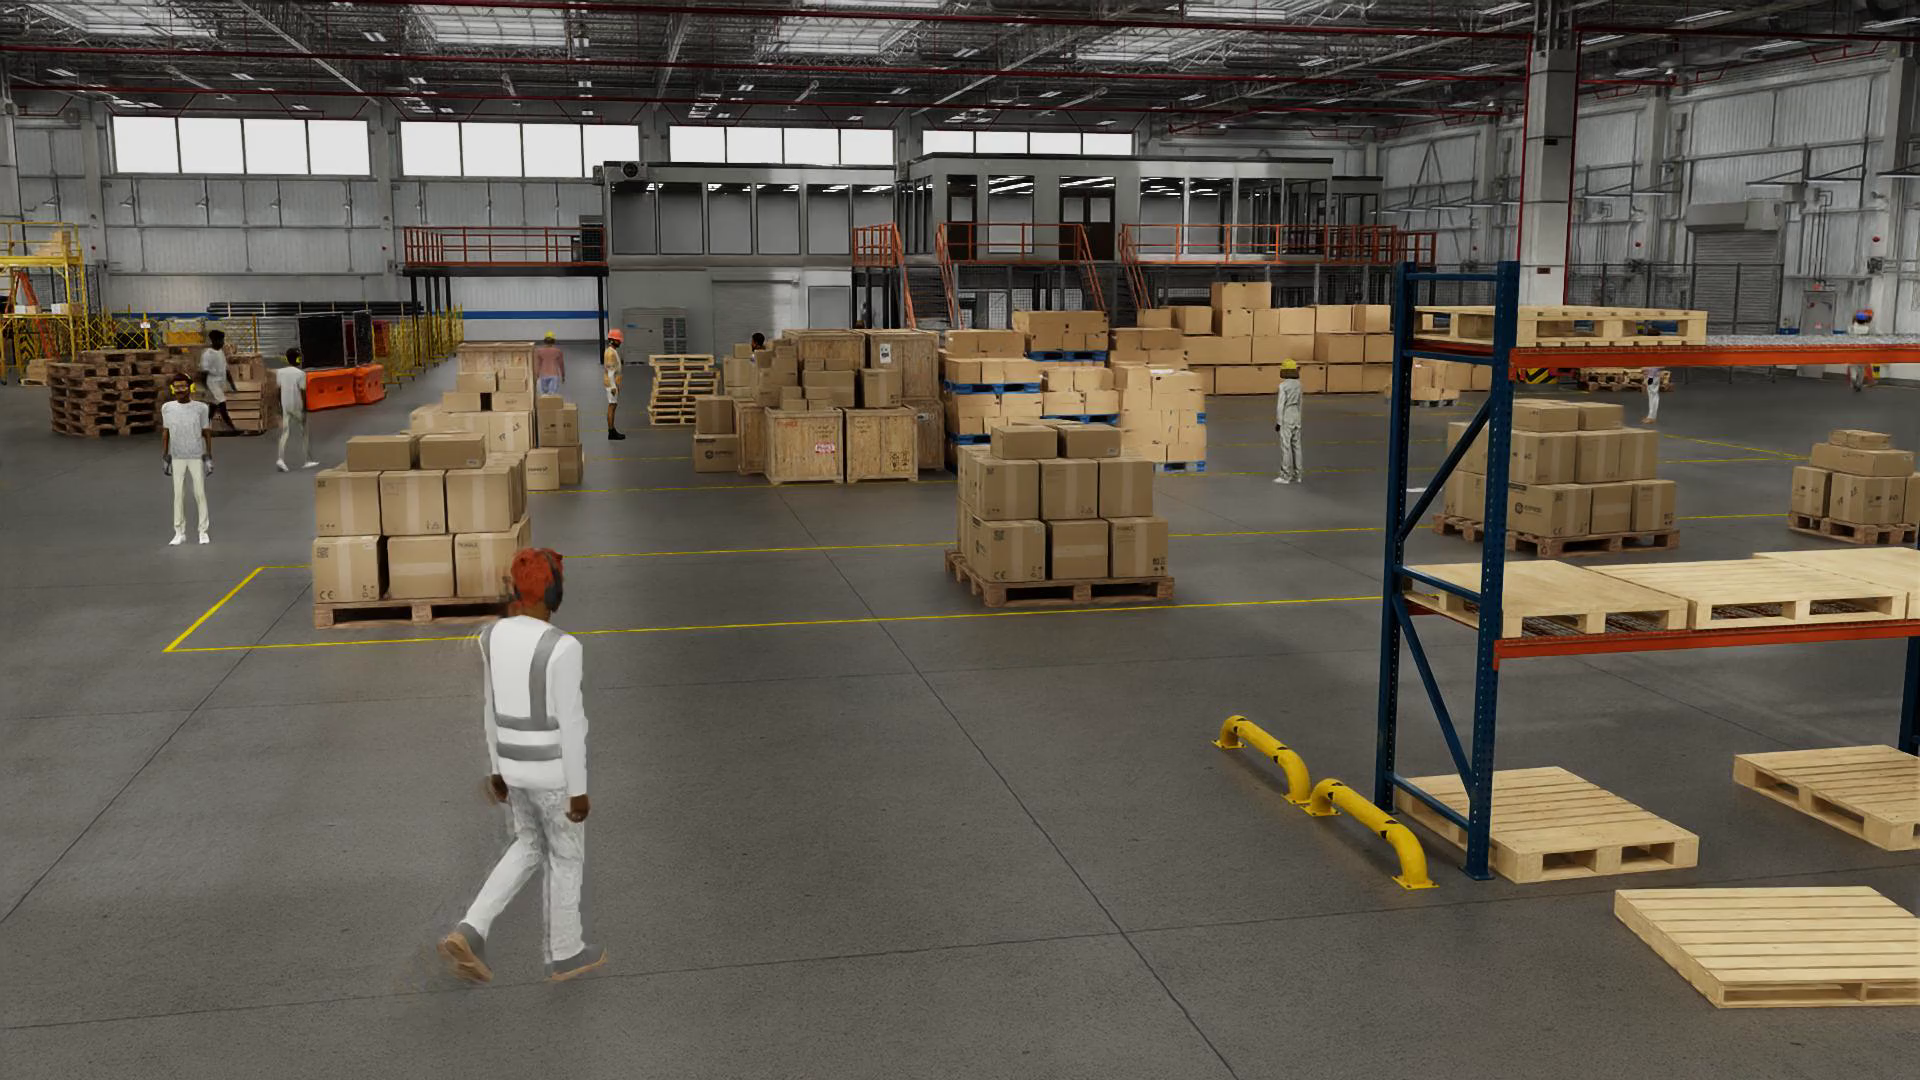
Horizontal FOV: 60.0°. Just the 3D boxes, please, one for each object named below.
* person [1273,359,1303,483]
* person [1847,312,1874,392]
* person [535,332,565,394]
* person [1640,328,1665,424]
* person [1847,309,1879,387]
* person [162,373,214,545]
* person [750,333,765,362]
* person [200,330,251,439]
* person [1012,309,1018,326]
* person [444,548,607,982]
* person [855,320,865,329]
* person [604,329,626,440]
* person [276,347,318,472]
[{"bbox_3d":[4.586,-1.660,23.230,0.480,1.733,0.336,-8,12,-40],"label":"person"},{"bbox_3d":[21.706,-4.533,40.163,0.603,1.931,0.609,4,10,22],"label":"person"},{"bbox_3d":[-8.037,-3.220,32.705,0.552,1.730,0.798,-1,9,-5],"label":"person"},{"bbox_3d":[13.346,-3.161,32.070,0.429,1.837,0.620,5,10,26],"label":"person"},{"bbox_3d":[22.718,-4.811,41.774,0.630,1.934,1.037,-1,9,-6],"label":"person"},{"bbox_3d":[-8.377,-0.876,18.031,0.519,1.874,0.326,-2,10,-13],"label":"person"},{"bbox_3d":[-3.323,-2.491,27.732,0.392,1.919,0.591,3,10,17],"label":"person"},{"bbox_3d":[-12.850,-2.694,28.970,1.013,1.906,0.629,0,9,3],"label":"person"},{"bbox_3d":[1.492,-5.270,44.773,0.342,1.883,0.587,-1,9,-3],"label":"person"},{"bbox_3d":[-1.784,0.962,6.868,0.576,1.867,0.636,7,11,35],"label":"person"},{"bbox_3d":[-2.209,-3.951,36.854,0.506,1.846,0.349,1,9,8],"label":"person"},{"bbox_3d":[-6.031,-2.715,29.073,0.375,1.927,0.543,-1,9,-7],"label":"person"},{"bbox_3d":[-9.891,-1.931,24.595,0.528,1.835,0.939,1,9,5],"label":"person"}]
